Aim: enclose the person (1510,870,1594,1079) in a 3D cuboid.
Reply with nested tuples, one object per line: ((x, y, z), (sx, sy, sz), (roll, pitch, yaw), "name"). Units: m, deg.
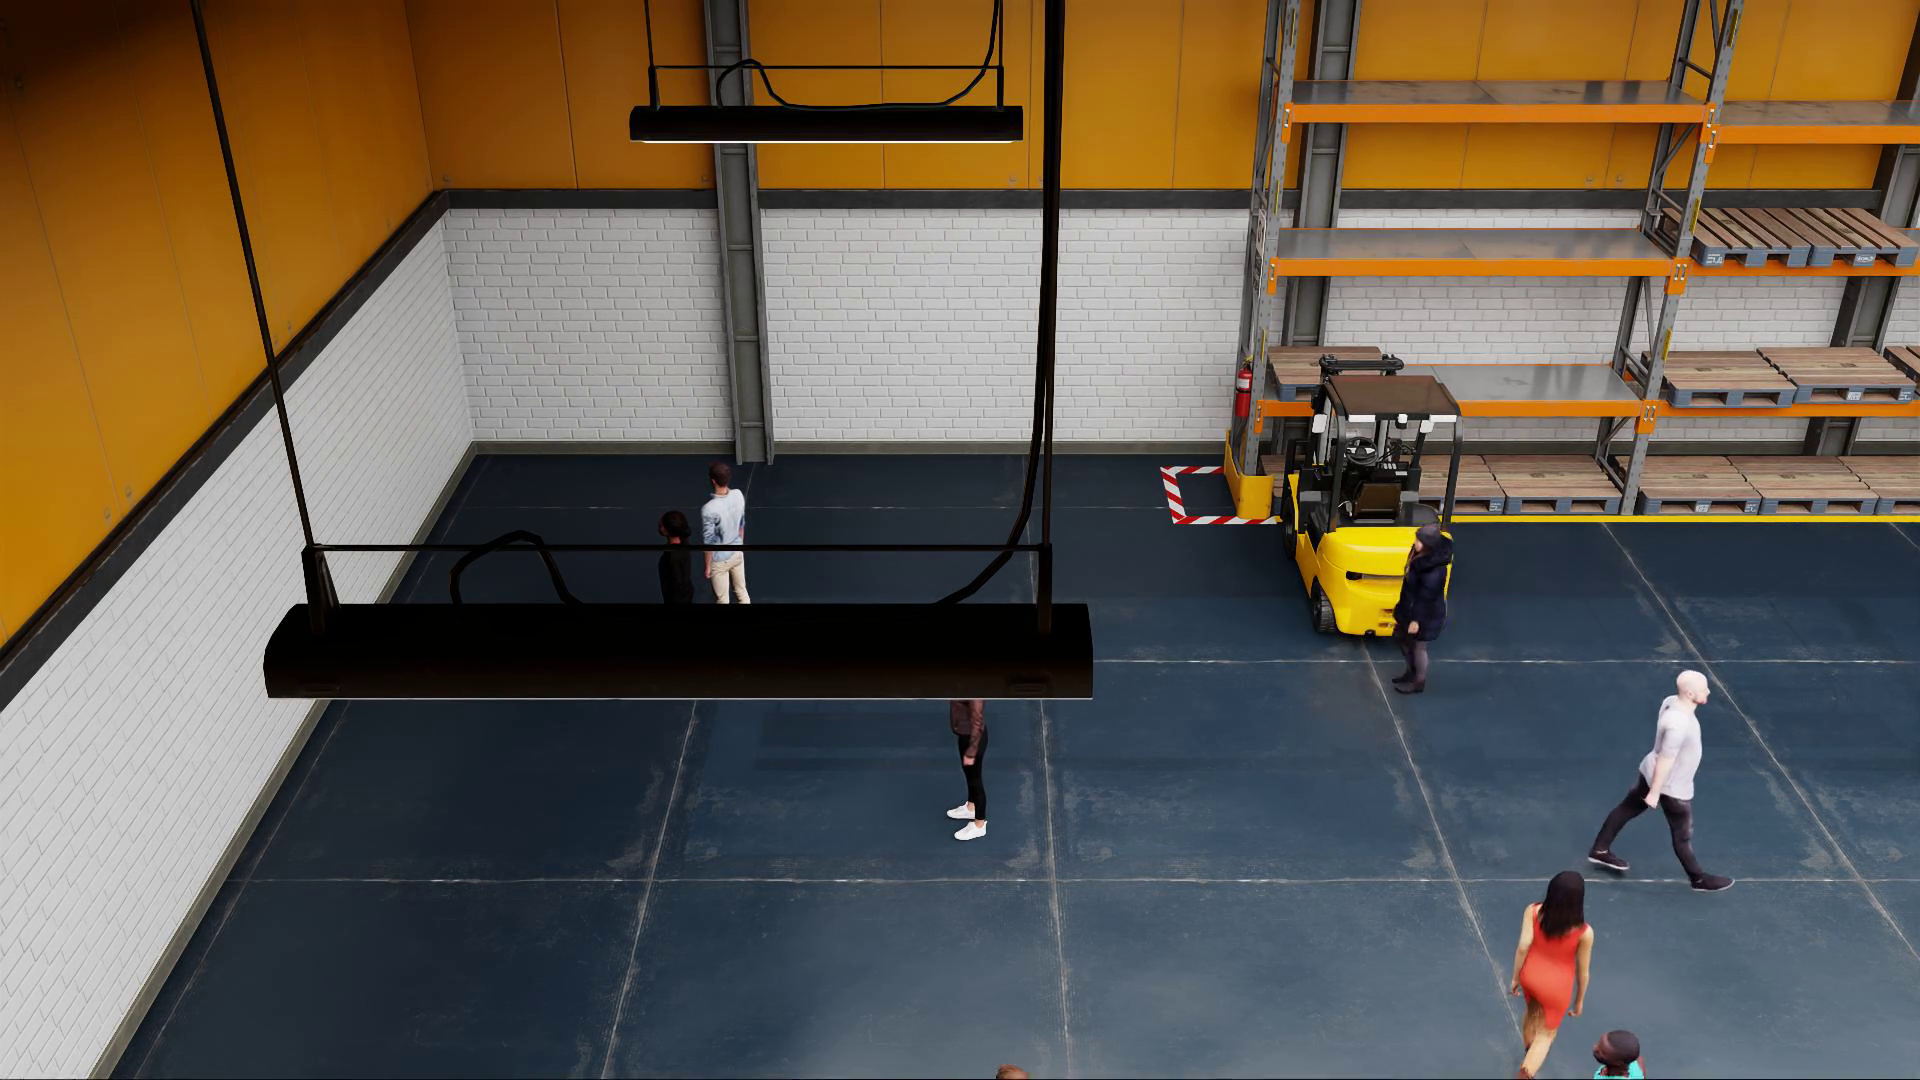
((3.546, 2.764, 10.151), (1.048, 1.698, 1.035), (20, 34, 32), "person")

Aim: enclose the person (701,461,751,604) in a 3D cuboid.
((-2.082, 0.144, 14.798), (0.763, 1.848, 0.732), (20, 35, 33), "person")

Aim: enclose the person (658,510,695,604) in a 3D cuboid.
((-2.417, 0.485, 14.354), (0.546, 1.675, 0.594), (1, 29, 2), "person")

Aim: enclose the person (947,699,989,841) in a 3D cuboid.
((0.086, 1.480, 12.498), (0.552, 1.705, 0.638), (-4, 29, -8), "person")

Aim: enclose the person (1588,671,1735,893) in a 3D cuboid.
((4.984, 1.723, 11.973), (1.301, 1.781, 0.954), (9, 30, 16), "person")

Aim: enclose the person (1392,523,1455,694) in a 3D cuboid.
((4.014, 0.599, 14.158), (0.656, 1.663, 0.683), (3, 29, 5), "person")

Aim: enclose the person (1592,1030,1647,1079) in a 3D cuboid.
((3.551, 3.347, 8.985), (0.983, 1.791, 0.919), (25, 37, 38), "person")
